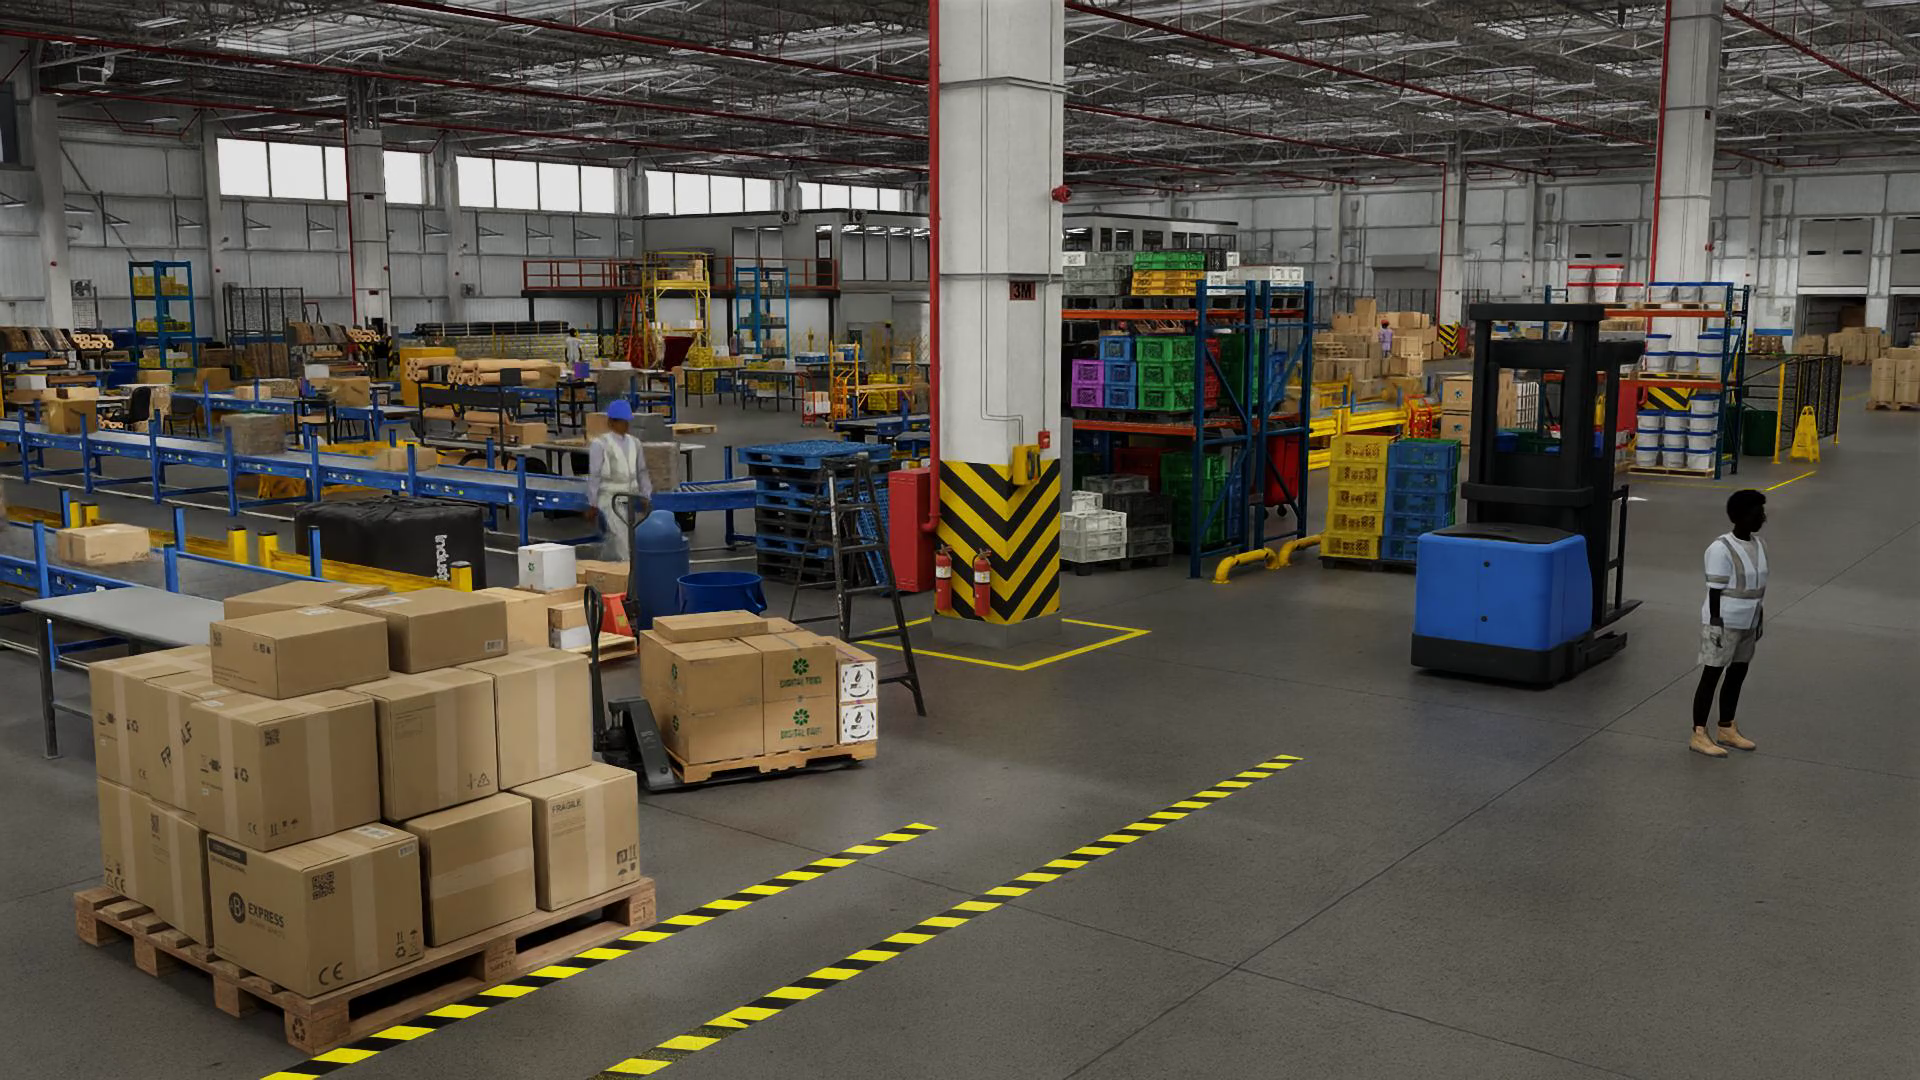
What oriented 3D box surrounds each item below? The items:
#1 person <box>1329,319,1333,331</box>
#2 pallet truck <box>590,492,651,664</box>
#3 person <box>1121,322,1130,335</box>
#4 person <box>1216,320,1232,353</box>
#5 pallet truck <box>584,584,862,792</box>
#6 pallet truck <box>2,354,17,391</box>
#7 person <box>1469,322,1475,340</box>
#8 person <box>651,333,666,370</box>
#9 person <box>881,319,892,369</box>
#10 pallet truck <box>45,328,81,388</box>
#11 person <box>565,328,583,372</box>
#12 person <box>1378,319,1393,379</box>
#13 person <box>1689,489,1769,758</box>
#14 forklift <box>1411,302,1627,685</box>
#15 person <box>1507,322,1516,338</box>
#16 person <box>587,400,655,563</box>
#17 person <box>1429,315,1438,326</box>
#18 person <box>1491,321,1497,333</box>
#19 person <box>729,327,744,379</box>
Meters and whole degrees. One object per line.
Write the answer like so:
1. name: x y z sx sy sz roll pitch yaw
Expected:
1. person: 18.479 -10.256 82.158 0.604 1.949 0.389 -4 9 -25
2. pallet truck: -3.115 0.344 12.883 0.653 1.274 1.630 7 11 37
3. person: 5.742 -6.643 57.981 0.556 1.889 0.881 -4 9 -23
4. person: 10.070 -7.476 63.623 0.630 1.903 0.985 3 9 16
5. pallet truck: -1.426 0.805 10.019 1.601 1.201 0.680 -4 9 -26
6. pallet truck: -24.881 -4.417 42.634 1.885 1.965 0.823 8 11 41
7. person: 24.898 -9.948 80.347 0.555 1.884 0.970 7 11 38
8. person: -10.512 -6.599 57.794 0.553 1.869 0.608 7 11 41
9. person: -2.757 -7.446 63.333 0.435 1.909 0.606 3 9 22
10. pallet truck: -23.775 -4.544 43.495 1.885 1.965 0.823 6 10 35
11. person: -11.492 -5.365 49.479 0.518 1.865 0.330 0 8 -3
12. person: 14.390 -6.482 56.404 0.608 2.044 0.370 -5 10 -29
13. person: 4.851 0.516 10.427 0.535 1.693 0.321 -5 10 -30
14. forklift: 4.379 -0.438 12.852 1.129 2.768 1.873 7 11 37
15. person: 20.371 -7.150 61.563 0.415 1.855 0.527 4 9 24
16. person: -3.184 -0.378 15.752 0.986 1.892 0.636 5 10 31
17. person: 22.435 -9.741 78.757 0.594 1.926 0.367 -5 10 -31
18. person: 25.518 -9.817 79.887 0.536 1.738 0.615 -3 9 -21
19. person: -7.513 -6.290 56.071 0.518 1.756 0.342 1 9 9
